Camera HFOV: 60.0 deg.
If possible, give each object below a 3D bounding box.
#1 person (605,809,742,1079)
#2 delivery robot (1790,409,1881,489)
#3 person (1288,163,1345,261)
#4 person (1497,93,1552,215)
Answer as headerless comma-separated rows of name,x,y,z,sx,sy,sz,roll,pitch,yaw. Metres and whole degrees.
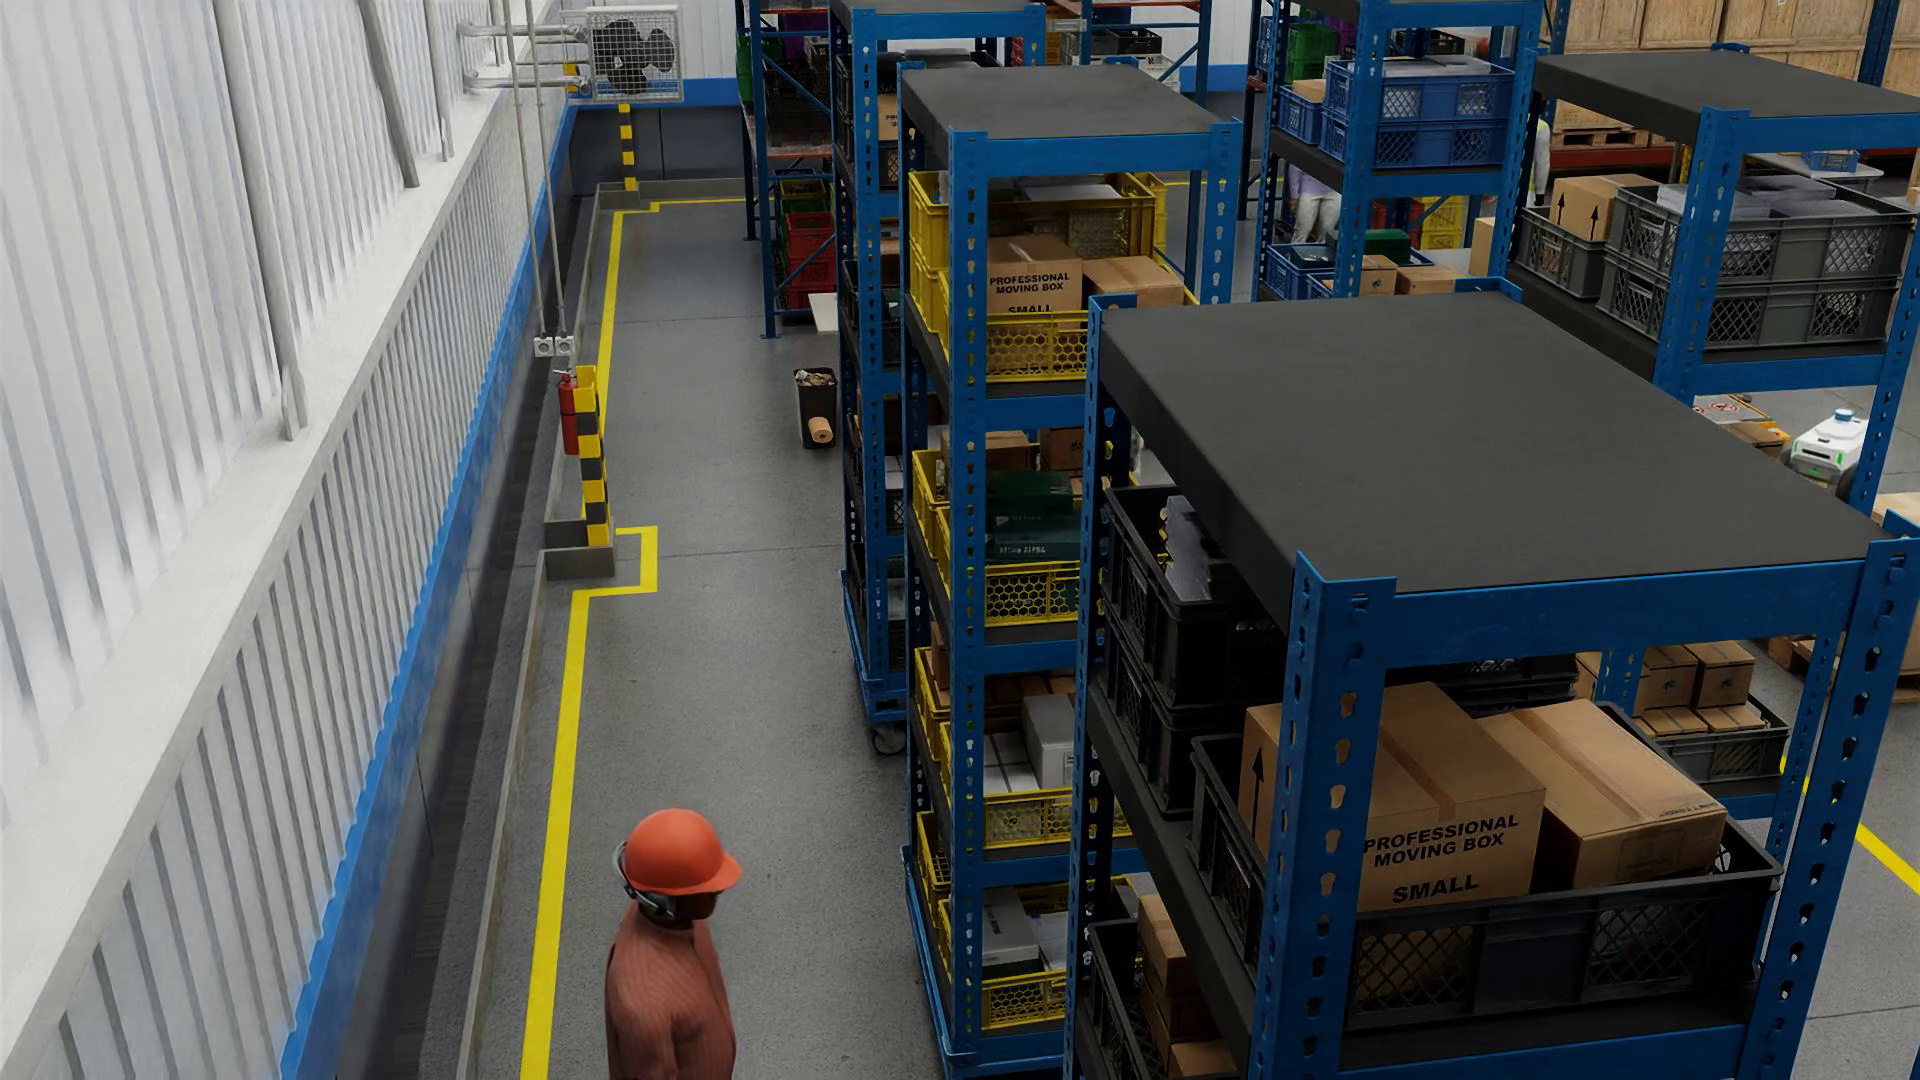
person,-0.779,1.613,4.731,0.417,1.985,0.618,0,25,-1
delivery robot,5.910,-0.640,11.212,0.707,0.478,0.477,-21,32,-38
person,3.288,-3.168,15.178,0.627,1.934,0.371,-5,25,-11
person,5.295,-3.341,15.662,0.429,1.840,0.635,-11,27,-22
